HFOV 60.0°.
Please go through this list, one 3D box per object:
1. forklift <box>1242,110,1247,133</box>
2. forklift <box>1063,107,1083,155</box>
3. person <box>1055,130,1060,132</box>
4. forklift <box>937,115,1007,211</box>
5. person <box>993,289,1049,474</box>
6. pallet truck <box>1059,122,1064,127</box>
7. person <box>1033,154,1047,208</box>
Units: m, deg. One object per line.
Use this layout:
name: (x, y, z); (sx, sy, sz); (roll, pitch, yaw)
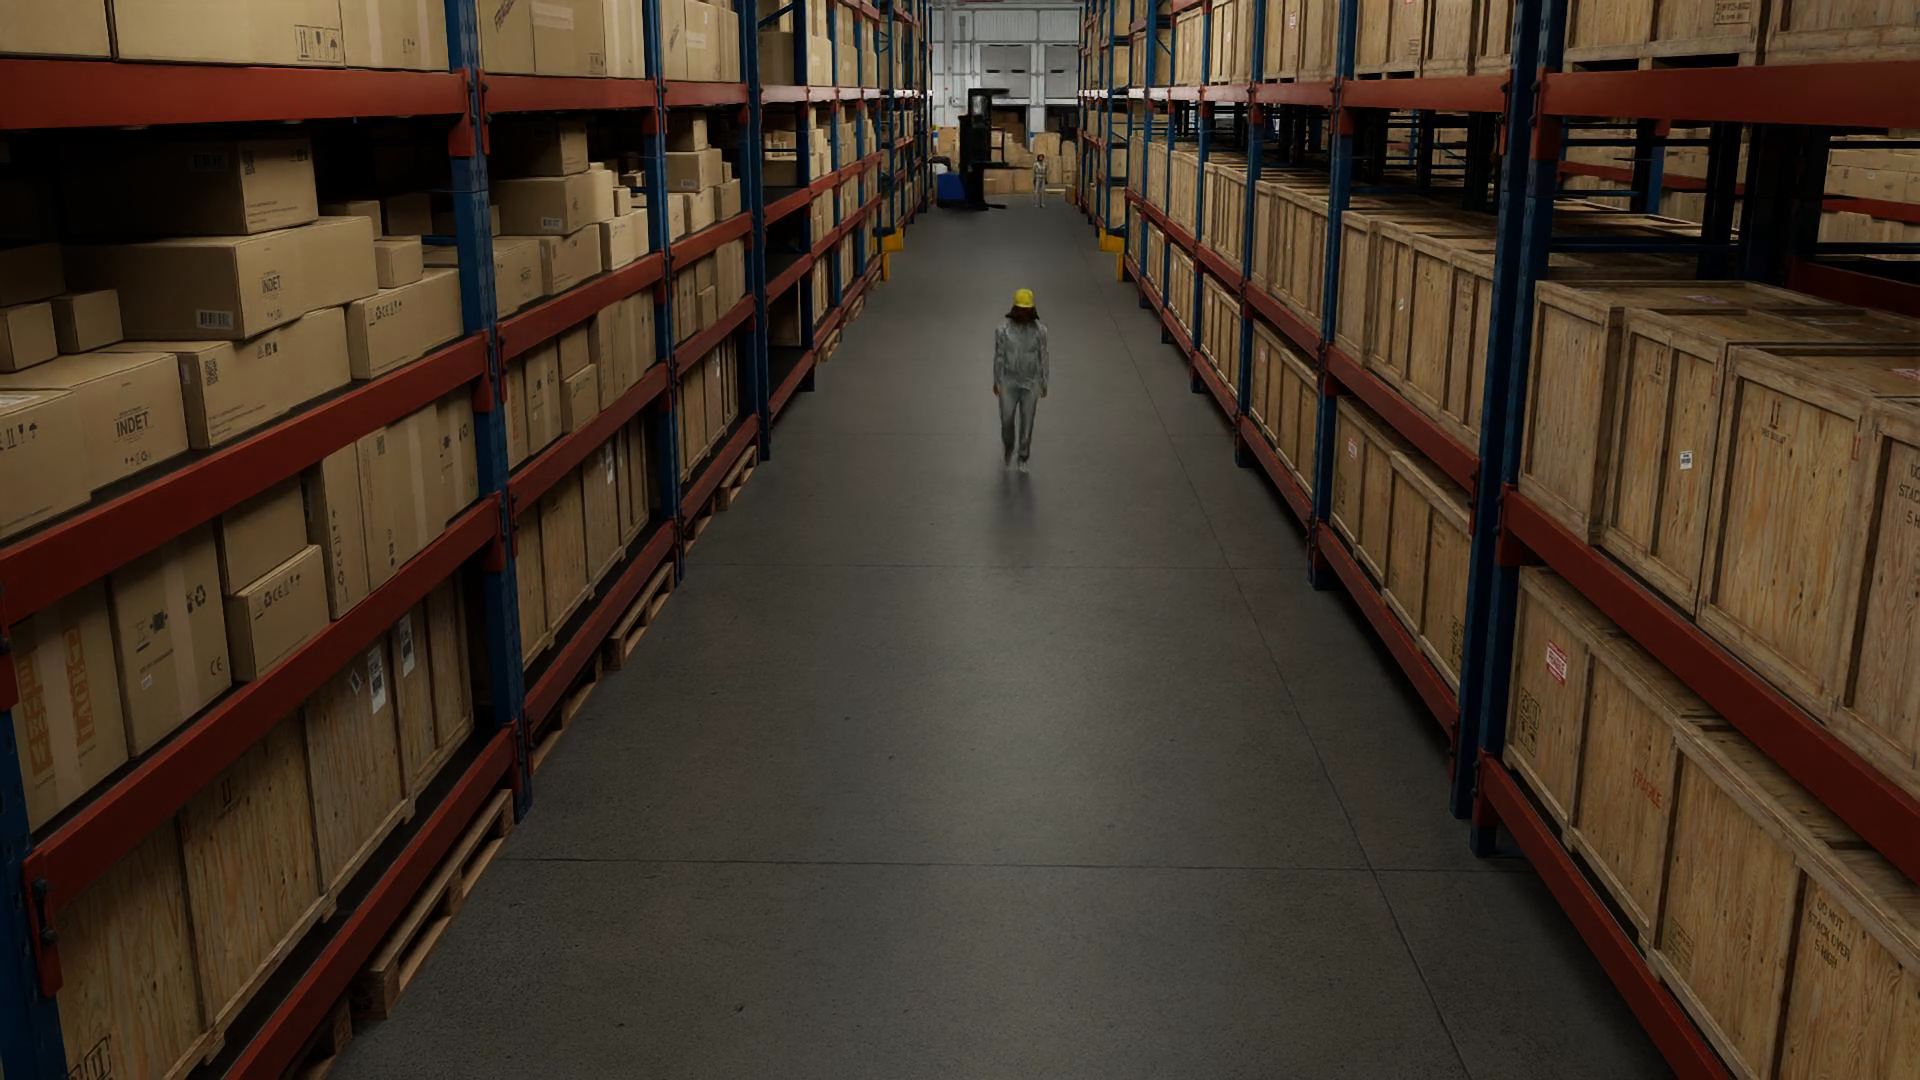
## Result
forklift: (11.261, -15.245, 64.514); (1.129, 2.768, 1.873); (6, 16, 21)
forklift: (5.273, -18.648, 77.176); (1.129, 2.768, 1.873); (-7, 17, -24)
person: (4.998, -20.403, 86.071); (0.311, 1.635, 0.510); (5, 16, 17)
forklift: (0.329, -11.426, 50.304); (1.873, 2.768, 1.129); (10, 18, 33)
person: (0.571, -1.465, 15.412); (0.518, 1.725, 0.392); (-1, 15, -2)
pallet truck: (5.788, -21.111, 88.014); (1.885, 1.965, 0.823); (5, 16, 18)
person: (2.480, -11.149, 51.624); (0.514, 1.642, 0.310); (-8, 17, -28)
